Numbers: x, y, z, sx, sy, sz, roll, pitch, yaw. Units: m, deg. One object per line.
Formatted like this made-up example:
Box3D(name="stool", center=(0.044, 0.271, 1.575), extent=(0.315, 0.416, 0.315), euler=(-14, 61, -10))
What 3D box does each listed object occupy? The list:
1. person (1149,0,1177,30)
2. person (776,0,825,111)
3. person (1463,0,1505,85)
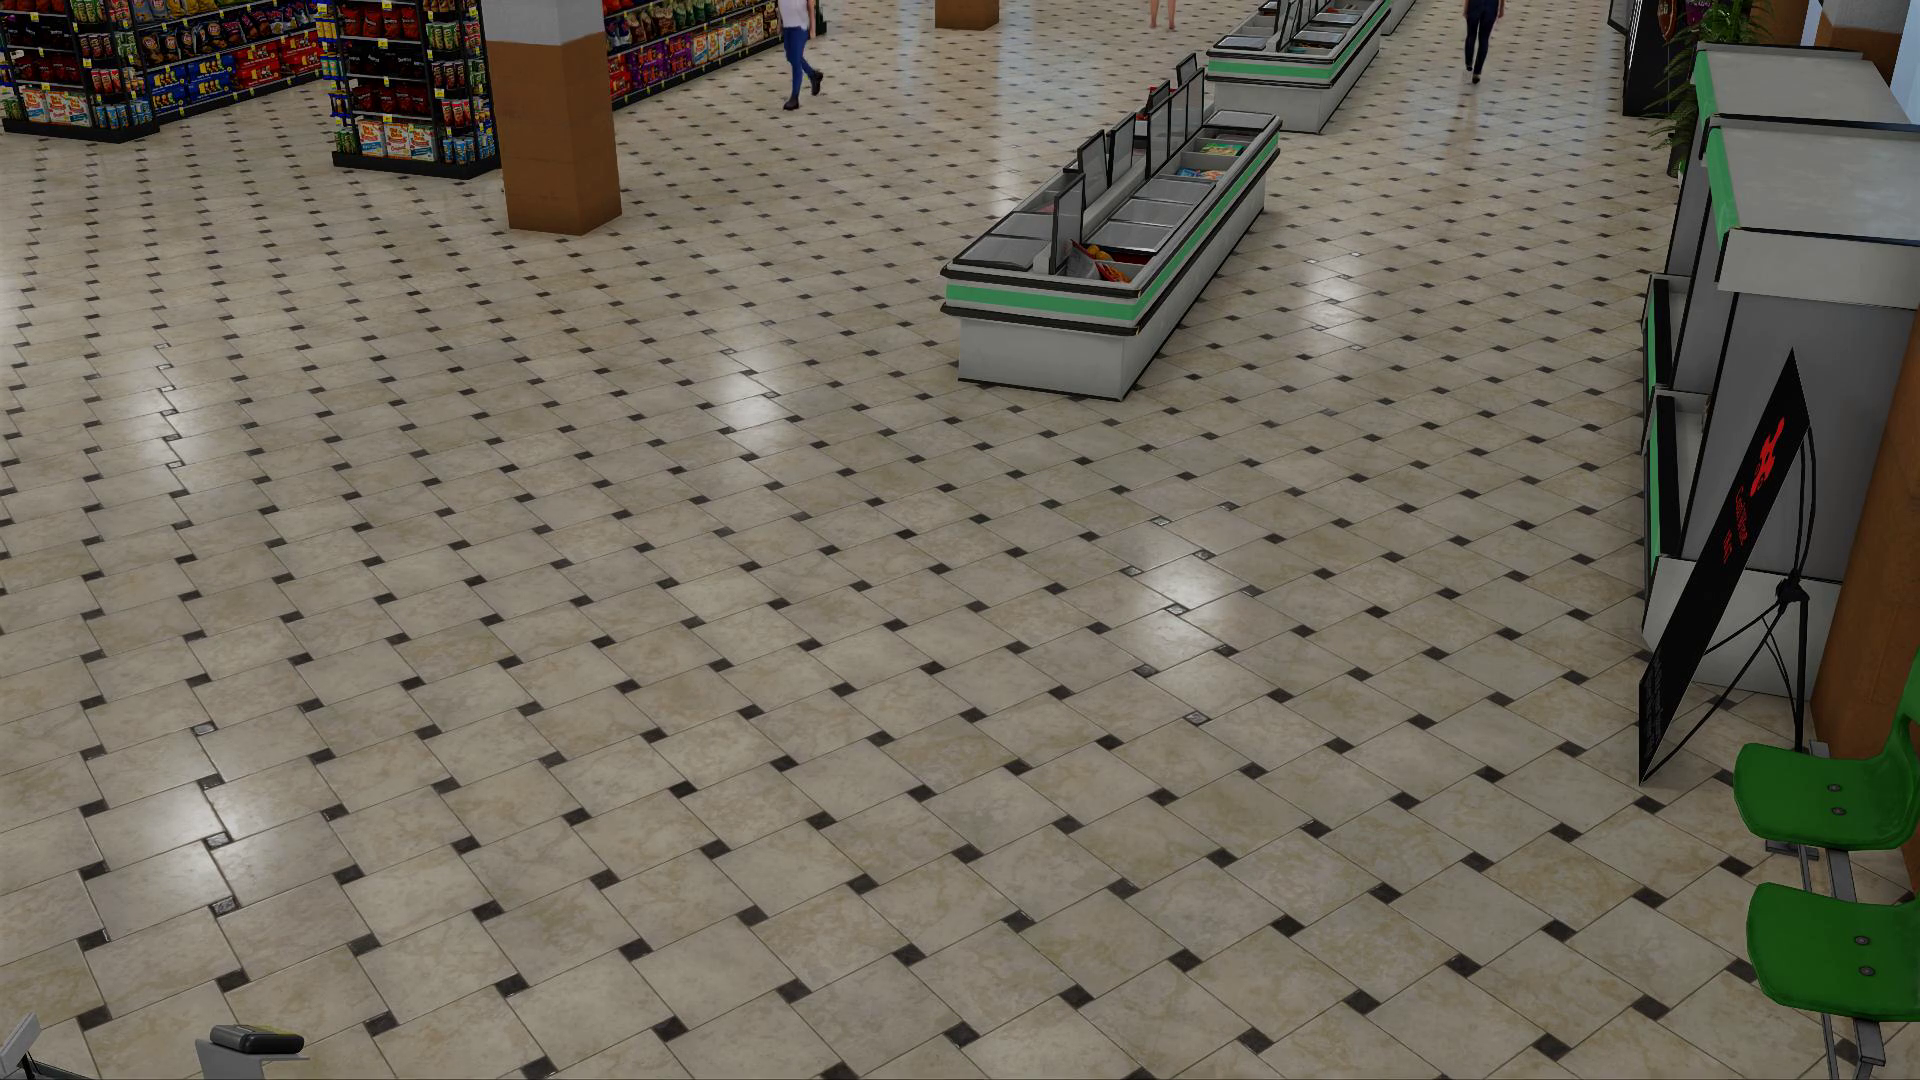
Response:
Box3D(name="person", center=(2.740, -7.746, 22.294), extent=(0.645, 1.706, 0.597), euler=(3, 27, 5))
Box3D(name="person", center=(-1.715, -5.490, 17.897), extent=(0.782, 1.659, 1.101), euler=(17, 31, 30))
Box3D(name="person", center=(5.989, -6.083, 19.042), extent=(0.606, 1.680, 1.048), euler=(9, 28, 18))
